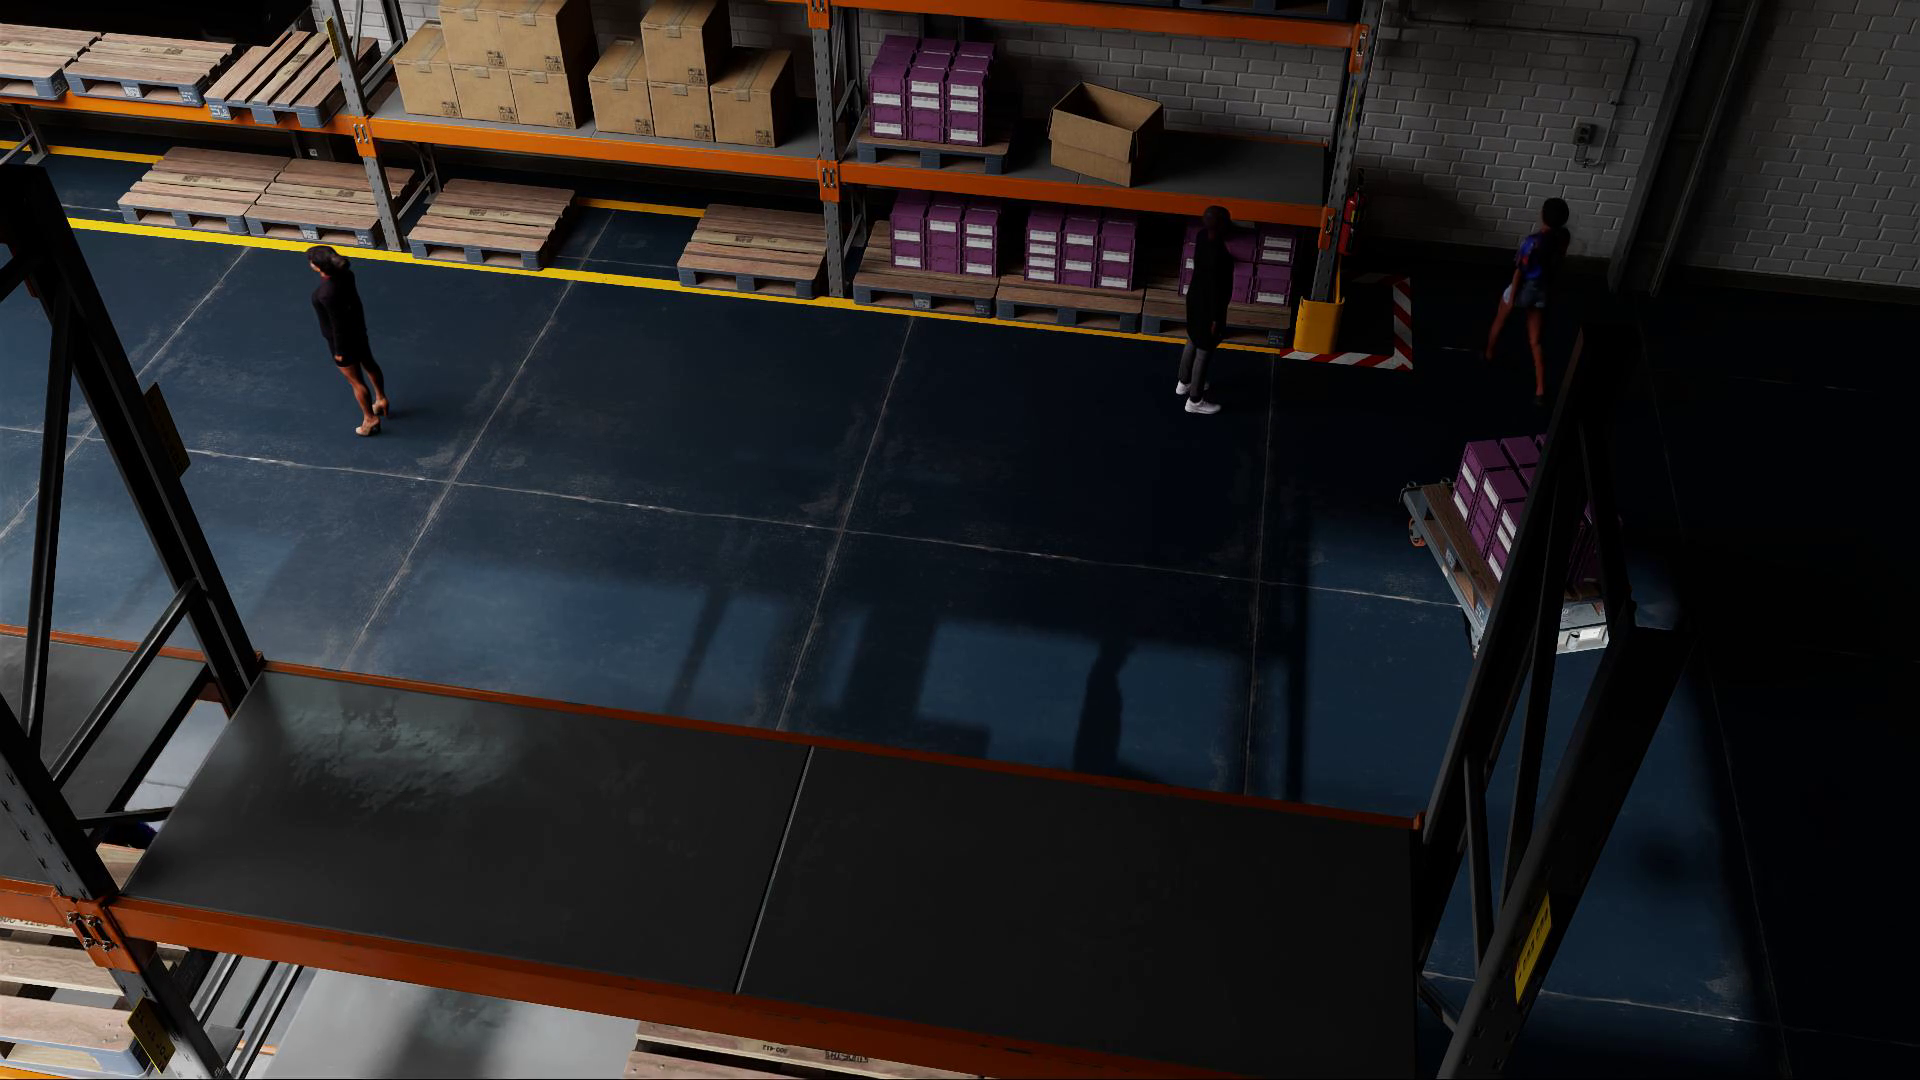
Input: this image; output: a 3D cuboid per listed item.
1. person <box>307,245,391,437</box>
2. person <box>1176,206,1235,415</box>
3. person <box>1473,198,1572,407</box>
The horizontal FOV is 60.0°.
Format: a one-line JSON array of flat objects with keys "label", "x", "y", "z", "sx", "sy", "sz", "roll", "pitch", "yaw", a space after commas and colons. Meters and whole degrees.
[{"label": "person", "x": -4.548, "y": -1.496, "z": 12.383, "sx": 0.604, "sy": 1.640, "sz": 0.554, "roll": 8, "pitch": 44, "yaw": 8}, {"label": "person", "x": 1.848, "y": -1.757, "z": 12.570, "sx": 0.669, "sy": 1.761, "sz": 0.707, "roll": -6, "pitch": 44, "yaw": -6}, {"label": "person", "x": 4.384, "y": -1.795, "z": 12.652, "sx": 1.186, "sy": 1.703, "sz": 0.989, "roll": -10, "pitch": 45, "yaw": -11}]
